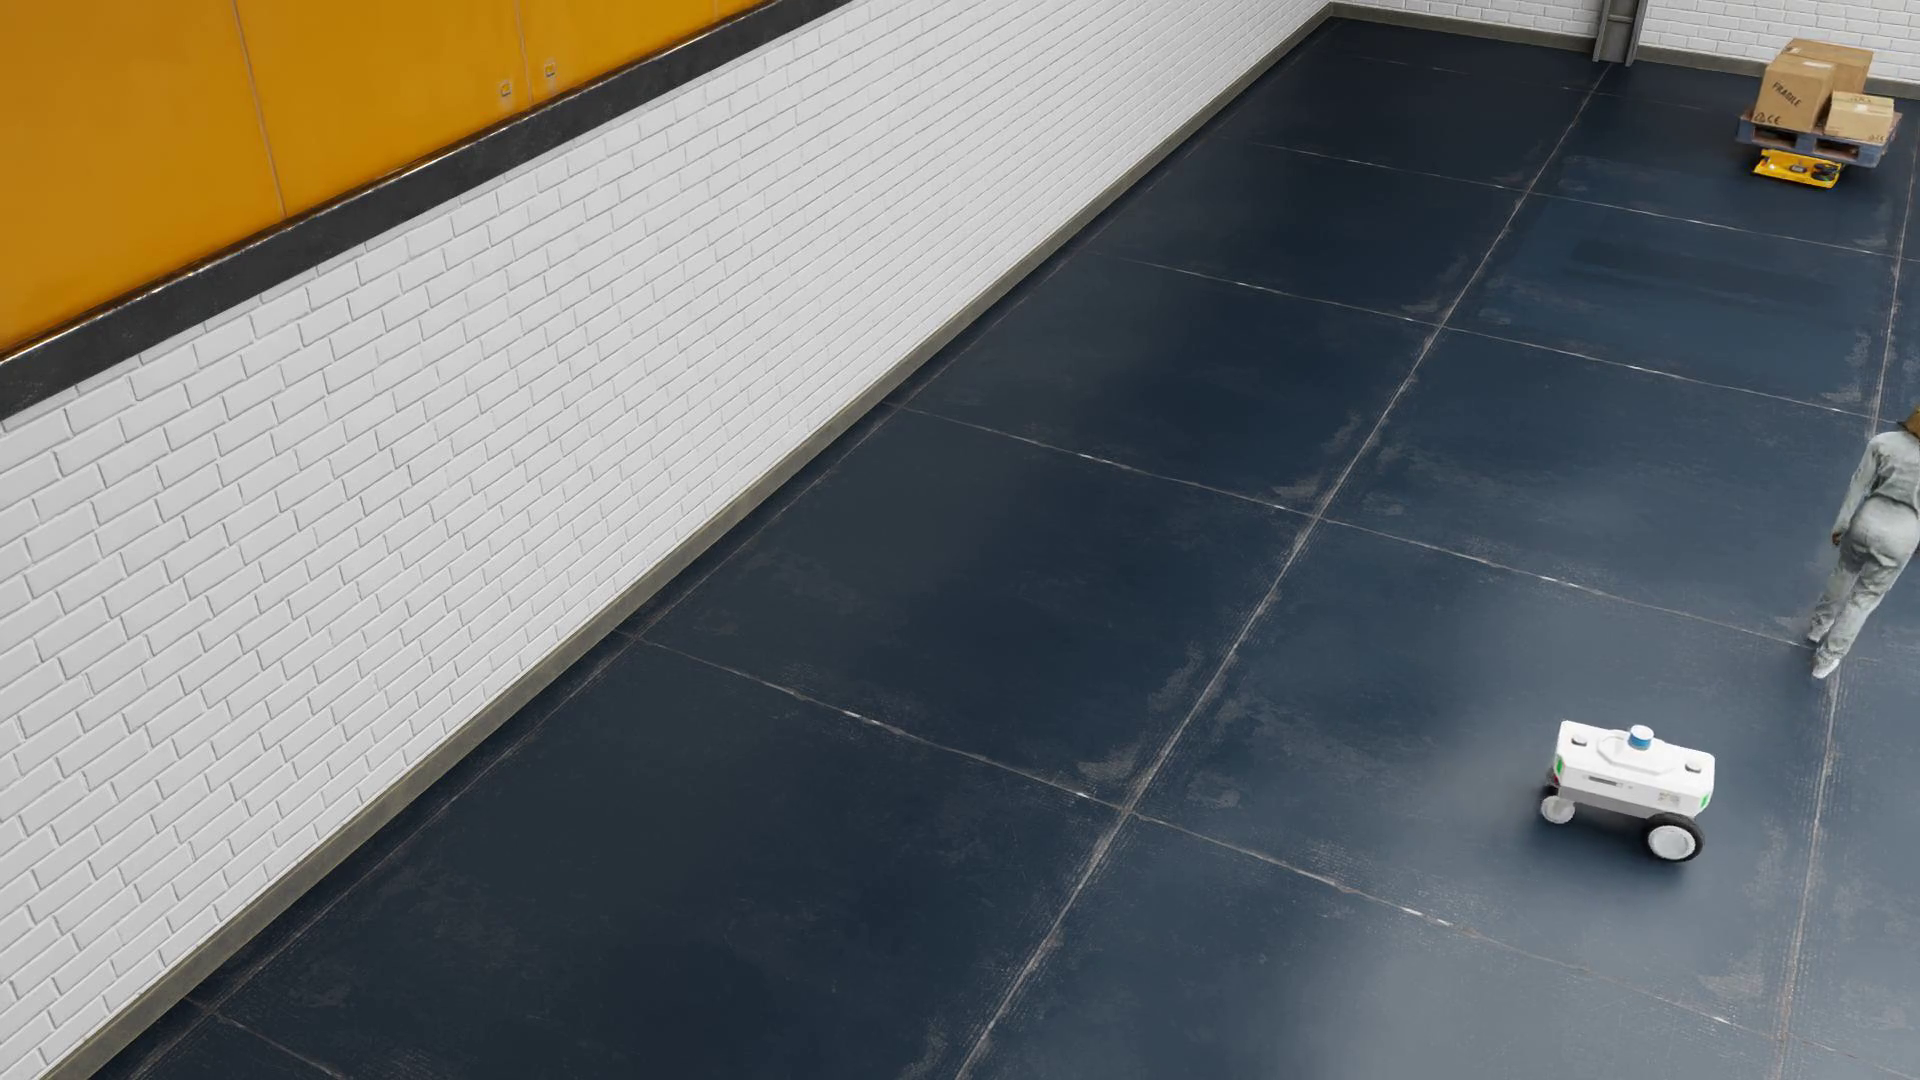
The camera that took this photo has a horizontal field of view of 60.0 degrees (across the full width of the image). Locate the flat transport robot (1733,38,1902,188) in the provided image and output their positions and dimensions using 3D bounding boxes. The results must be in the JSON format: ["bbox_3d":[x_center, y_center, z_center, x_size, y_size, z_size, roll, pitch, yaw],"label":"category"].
[{"bbox_3d":[7.853,-3.599,15.332,0.659,0.231,1.431,21,39,28],"label":"flat transport robot"}]

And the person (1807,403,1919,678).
[{"bbox_3d":[4.903,-0.044,8.758,0.671,1.710,0.478,-29,43,-36],"label":"person"}]

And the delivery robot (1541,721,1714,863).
[{"bbox_3d":[3.222,1.140,7.998,0.738,0.563,0.499,13,36,18],"label":"delivery robot"}]
